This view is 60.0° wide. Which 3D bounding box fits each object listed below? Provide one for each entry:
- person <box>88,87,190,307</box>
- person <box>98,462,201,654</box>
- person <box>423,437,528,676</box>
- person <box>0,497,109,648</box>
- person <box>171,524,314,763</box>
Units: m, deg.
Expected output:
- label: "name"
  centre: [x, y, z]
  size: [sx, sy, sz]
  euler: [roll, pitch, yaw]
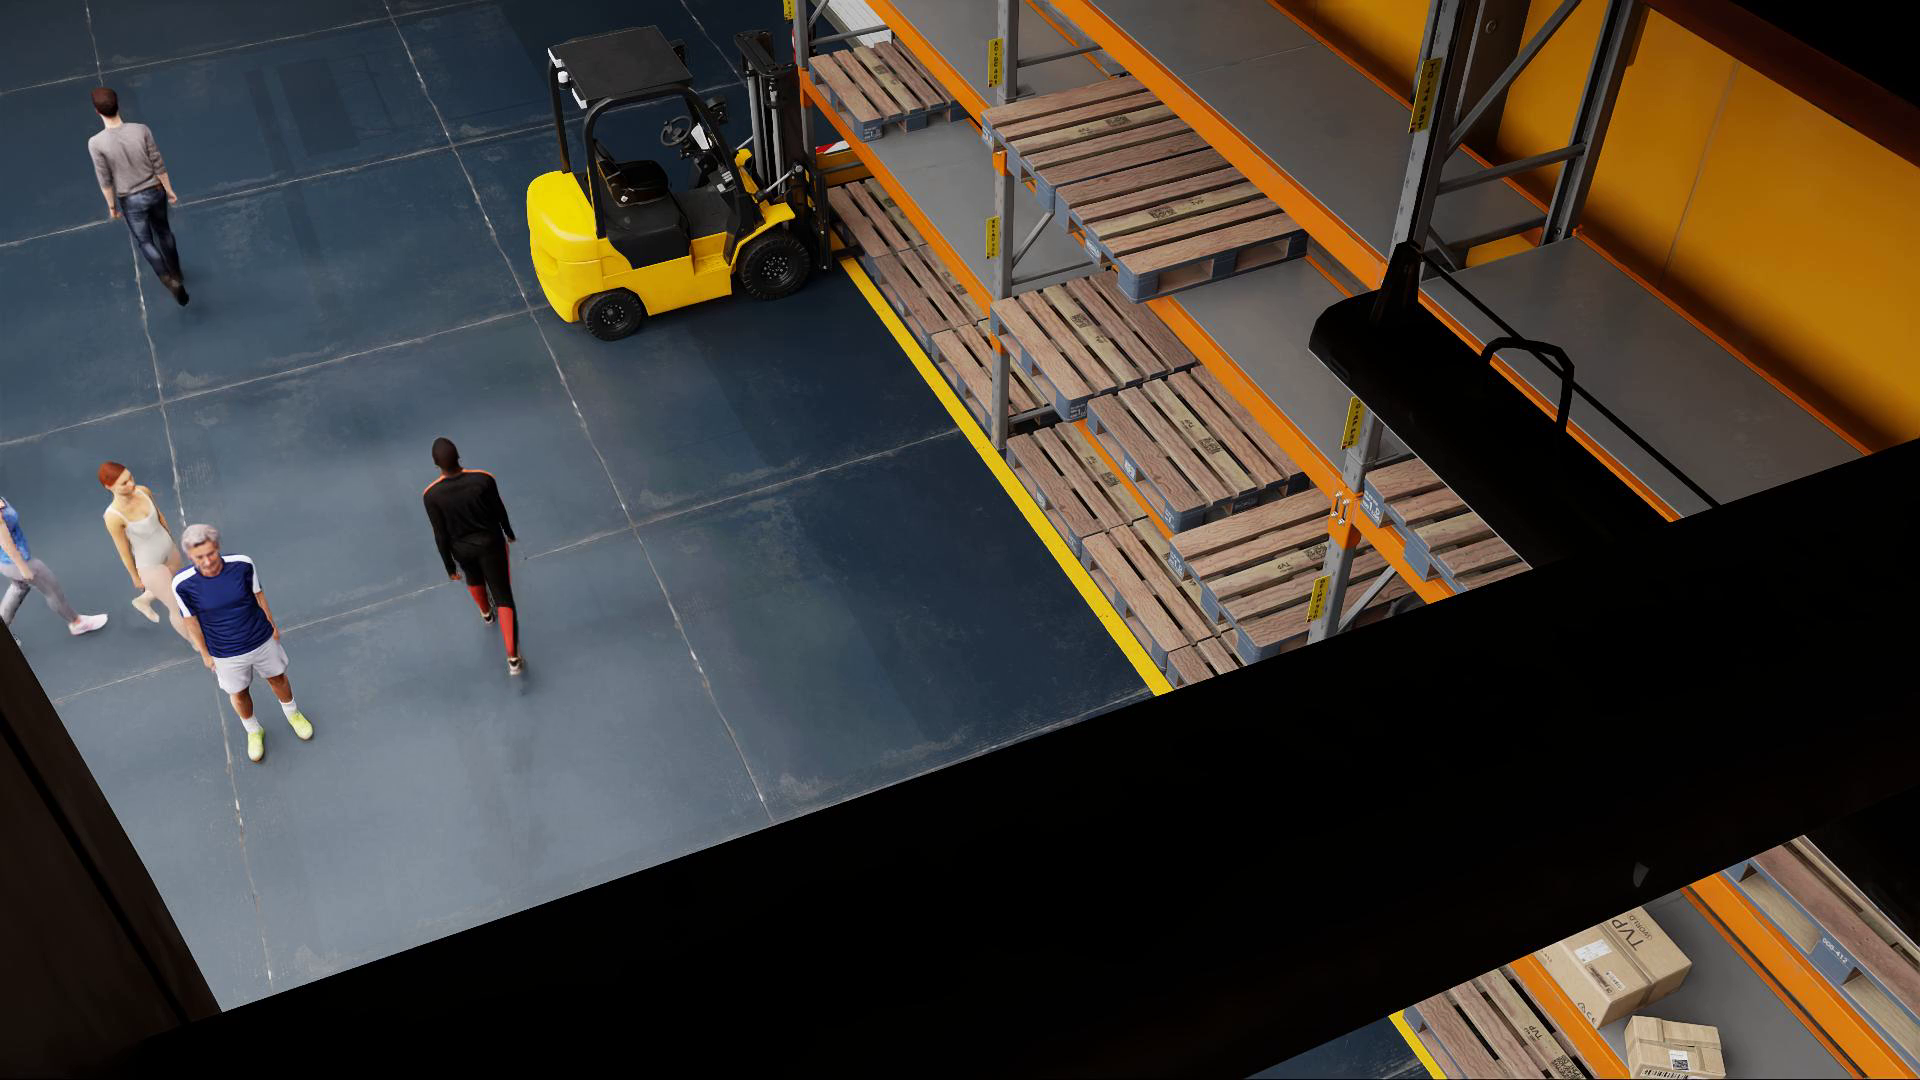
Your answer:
- label: "person"
  centre: [-6.754, -2.809, 13.772]
  size: [0.839, 1.881, 1.150]
  euler: [-28, 50, -26]
- label: "person"
  centre: [-5.347, 0.116, 10.887]
  size: [0.931, 1.625, 0.918]
  euler: [10, 44, 10]
- label: "person"
  centre: [-3.105, 0.111, 10.785]
  size: [0.755, 1.773, 1.217]
  euler: [-11, 45, -11]
- label: "person"
  centre: [-6.248, 0.132, 10.892]
  size: [0.813, 1.594, 0.950]
  euler: [-33, 53, -30]
- label: "person"
  centre: [-4.438, 0.598, 10.226]
  size: [0.667, 1.840, 0.606]
  euler: [-25, 49, -24]
